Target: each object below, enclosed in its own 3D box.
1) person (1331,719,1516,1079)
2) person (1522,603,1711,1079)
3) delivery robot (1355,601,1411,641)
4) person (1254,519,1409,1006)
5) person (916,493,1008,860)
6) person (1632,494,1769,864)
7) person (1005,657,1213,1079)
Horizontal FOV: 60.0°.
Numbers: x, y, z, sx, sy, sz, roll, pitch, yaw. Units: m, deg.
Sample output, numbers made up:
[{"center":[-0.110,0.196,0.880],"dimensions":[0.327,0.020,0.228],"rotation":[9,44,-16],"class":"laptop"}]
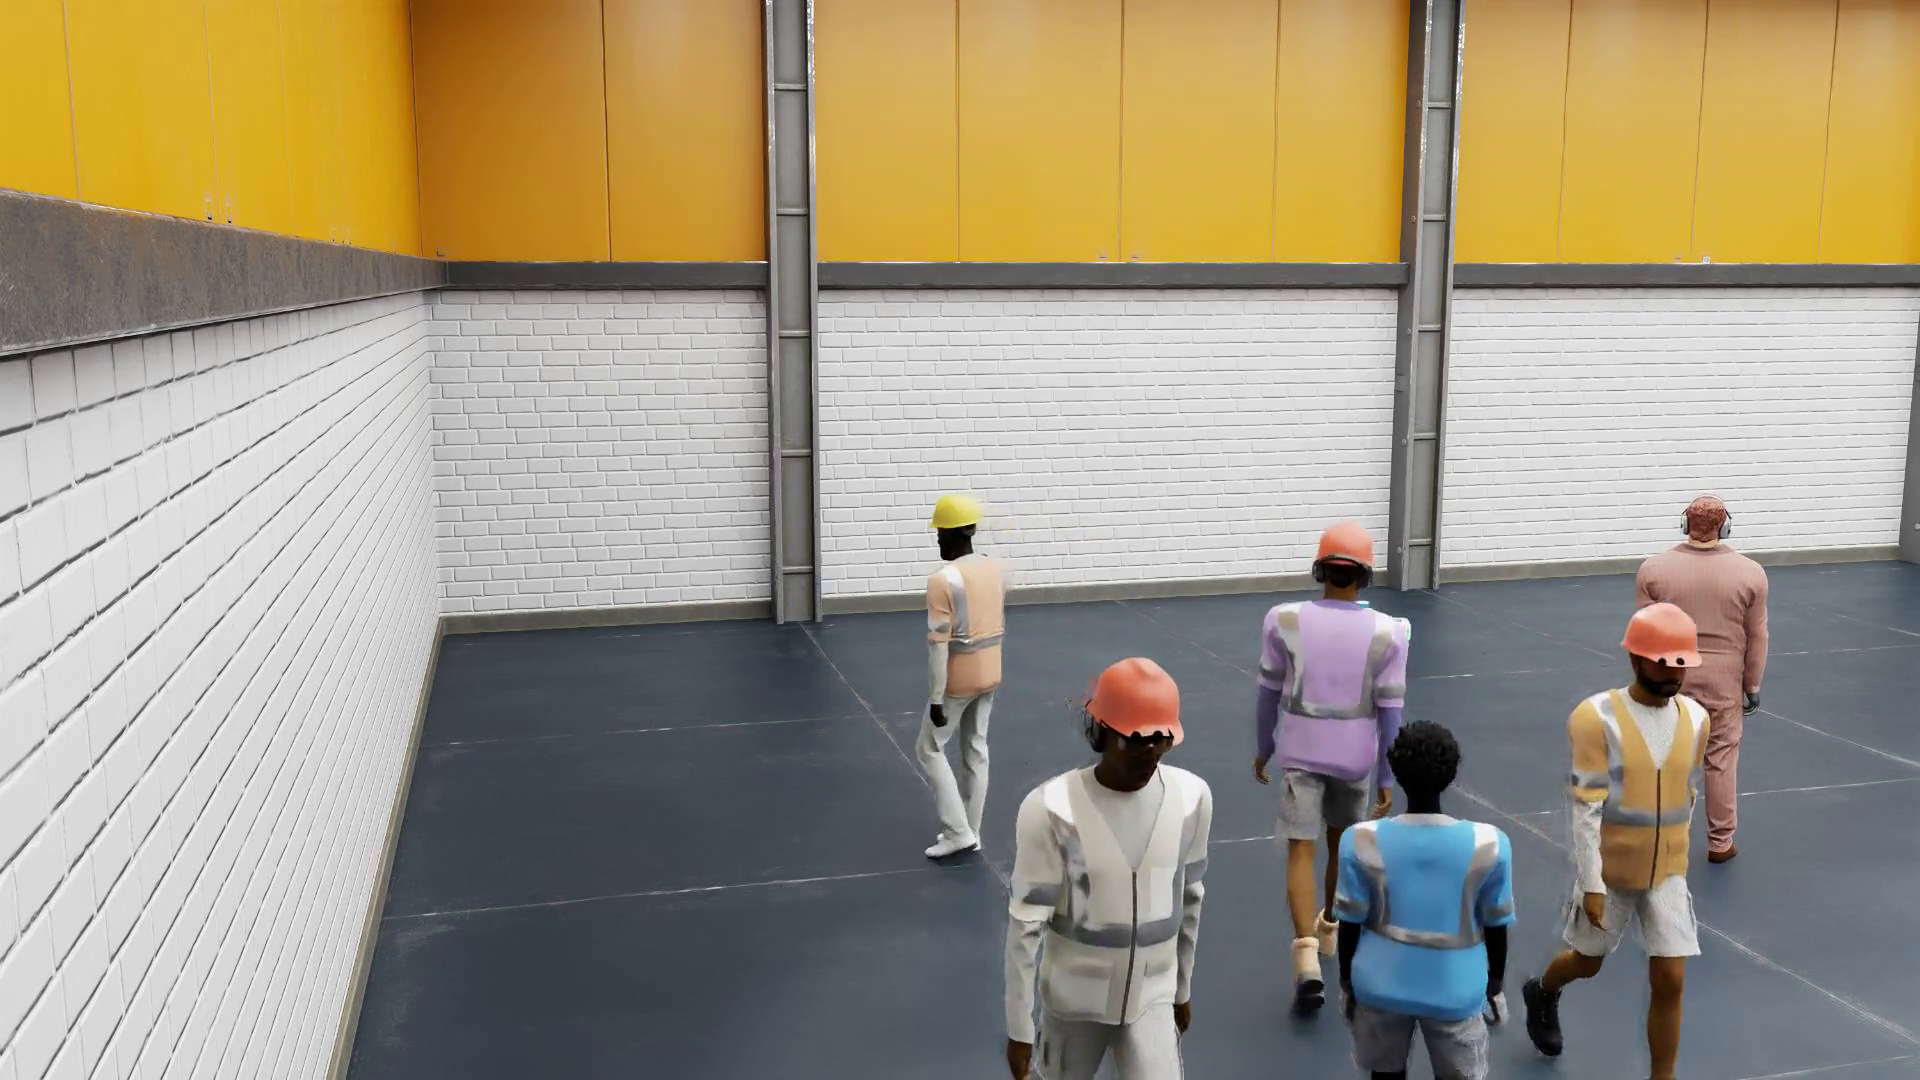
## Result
[{"center":[1.398,1.385,5.069],"dimensions":[0.546,1.682,0.552],"rotation":[2,9,14],"class":"person"},{"center":[2.392,1.130,6.015],"dimensions":[0.533,1.909,0.904],"rotation":[-1,9,-6],"class":"person"},{"center":[3.032,0.703,12.564],"dimensions":[0.707,0.478,0.477],"rotation":[1,9,7],"class":"delivery robot"},{"center":[1.556,0.921,7.017],"dimensions":[0.615,2.015,0.988],"rotation":[2,9,10],"class":"person"},{"center":[0.006,0.707,8.588],"dimensions":[0.424,1.916,0.613],"rotation":[8,12,42],"class":"person"},{"center":[3.804,0.712,8.592],"dimensions":[0.640,1.910,0.407],"rotation":[4,10,24],"class":"person"},{"center":[0.423,1.285,4.830],"dimensions":[0.639,1.977,1.109],"rotation":[-2,9,-14],"class":"person"}]
